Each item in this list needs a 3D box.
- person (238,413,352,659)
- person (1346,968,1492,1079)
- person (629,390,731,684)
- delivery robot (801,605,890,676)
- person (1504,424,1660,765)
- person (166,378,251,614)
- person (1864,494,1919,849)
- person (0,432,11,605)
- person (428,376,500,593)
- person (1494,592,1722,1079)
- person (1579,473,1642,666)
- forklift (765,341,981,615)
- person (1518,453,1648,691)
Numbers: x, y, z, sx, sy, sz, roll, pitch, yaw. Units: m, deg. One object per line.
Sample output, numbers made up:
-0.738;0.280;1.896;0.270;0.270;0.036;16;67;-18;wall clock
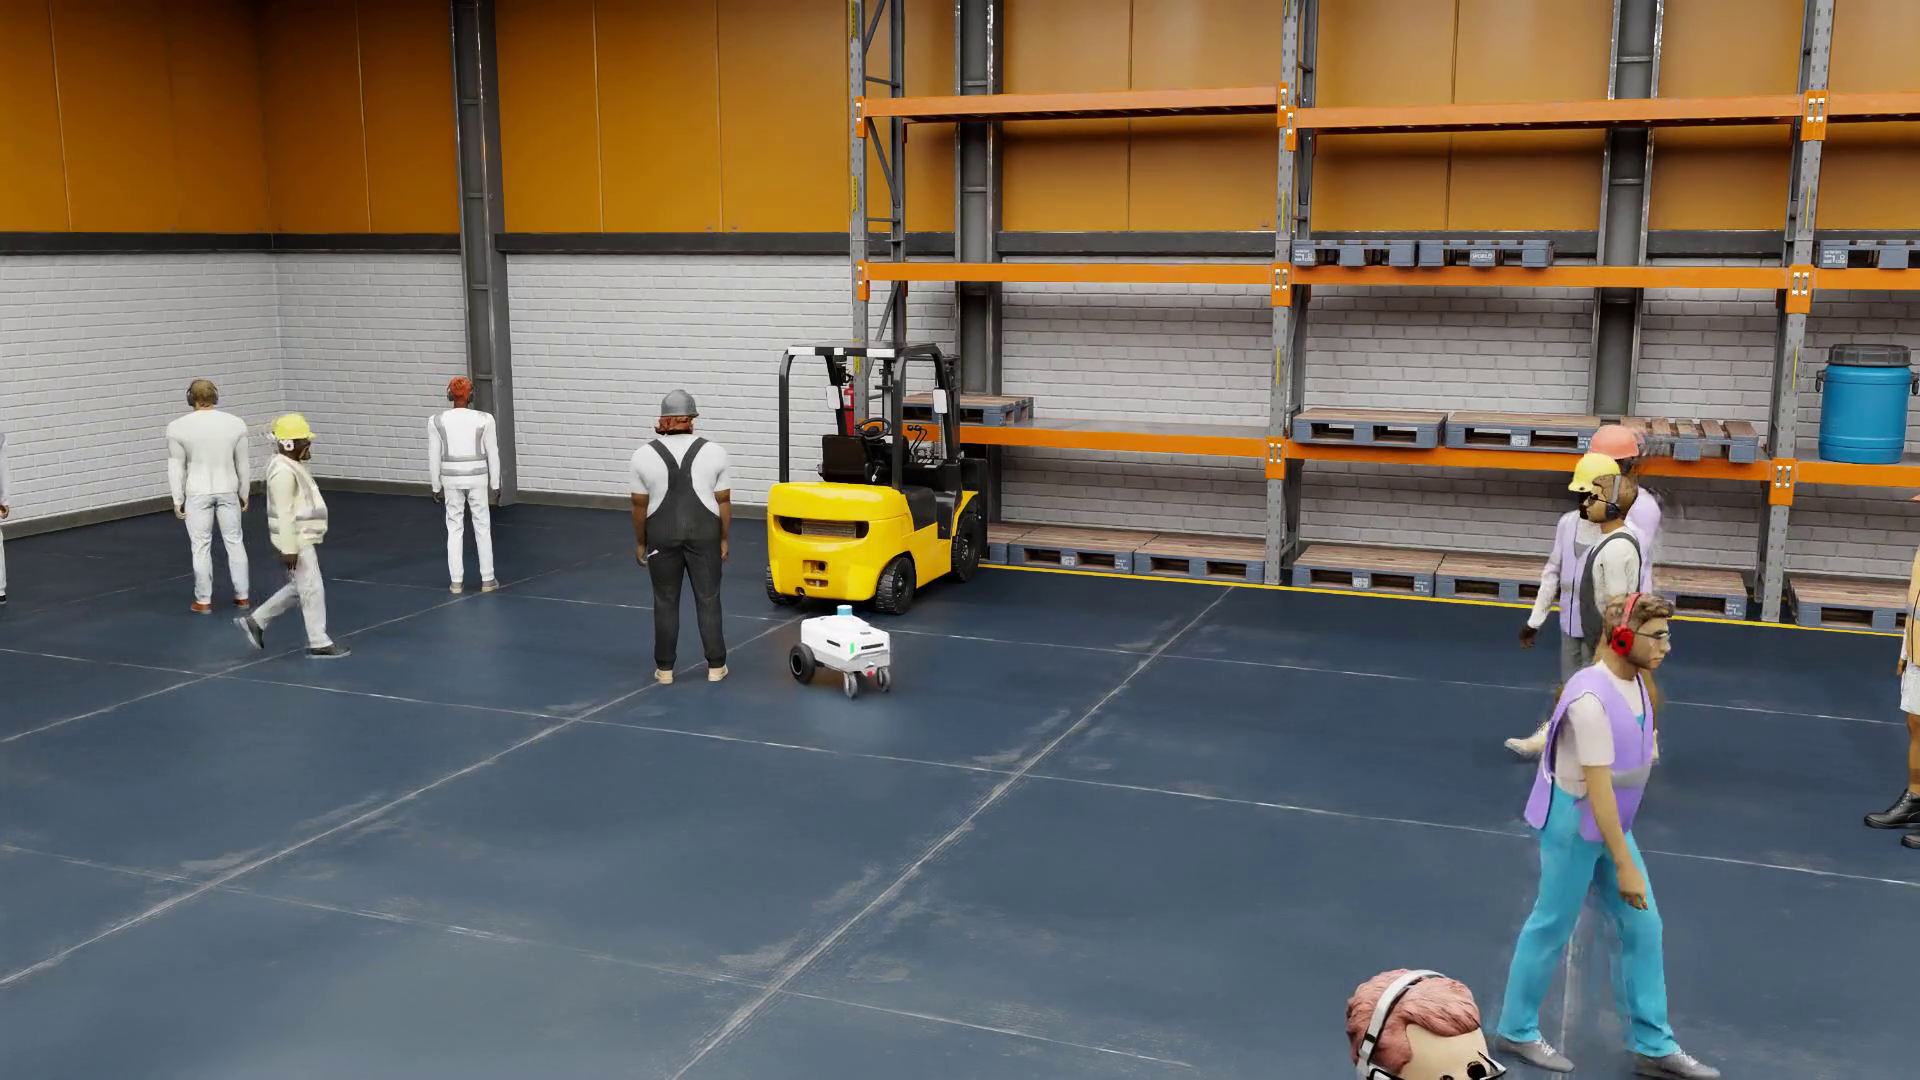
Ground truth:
-4.872;-0.016;12.051;0.710;1.812;0.599;-3;11;-15;person
0.715;1.610;2.721;0.639;1.910;0.407;-8;13;-39;person
-1.917;-0.030;11.489;0.675;2.000;0.537;-1;10;-8;person
-0.784;0.689;11.362;0.477;0.478;0.707;-7;12;-35;delivery robot
3.642;0.345;9.489;0.984;1.994;0.632;-2;10;-11;person
-6.139;-0.361;13.651;0.630;1.931;0.369;-8;13;-37;person
4.900;0.585;8.352;0.358;1.938;0.542;-1;10;-3;person
-8.204;-0.337;13.811;0.403;1.826;0.596;9;13;41;person
-4.285;-0.477;14.415;0.585;1.882;0.337;-2;10;-12;person
2.361;1.085;5.930;0.865;1.808;0.587;9;14;41;person
3.373;0.563;8.730;0.345;1.847;0.506;4;11;21;person
-0.739;-0.602;14.246;1.214;2.155;2.313;4;11;21;forklift
3.375;0.481;8.971;0.427;1.919;0.604;-4;11;-20;person
